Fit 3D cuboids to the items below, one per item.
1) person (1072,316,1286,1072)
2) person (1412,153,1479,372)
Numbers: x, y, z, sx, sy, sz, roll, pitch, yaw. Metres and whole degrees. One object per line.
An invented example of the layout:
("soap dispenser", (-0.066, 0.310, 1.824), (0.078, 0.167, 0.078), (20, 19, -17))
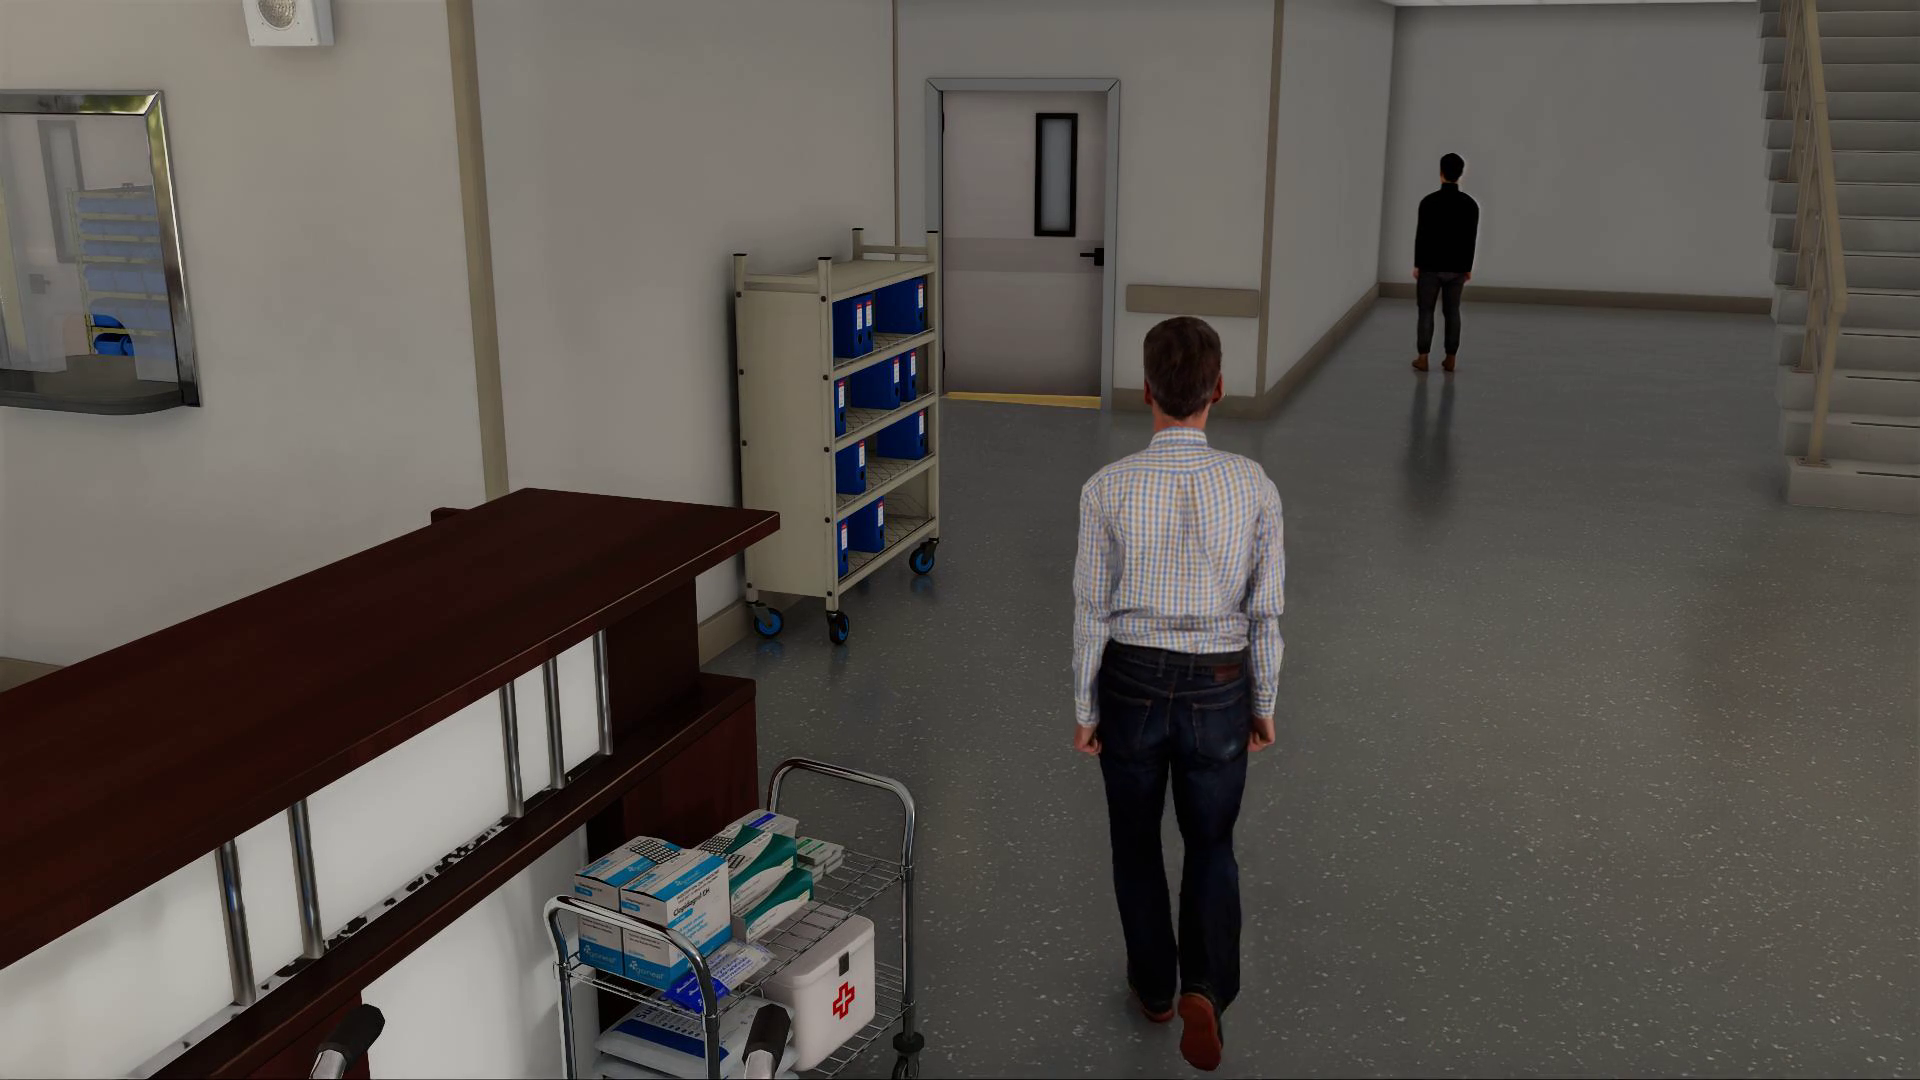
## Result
("person", (0.510, 0.395, 3.908), (0.863, 1.805, 1.076), (0, 16, 0))
("person", (3.878, -2.227, 13.361), (0.703, 1.721, 0.666), (0, 16, -1))
